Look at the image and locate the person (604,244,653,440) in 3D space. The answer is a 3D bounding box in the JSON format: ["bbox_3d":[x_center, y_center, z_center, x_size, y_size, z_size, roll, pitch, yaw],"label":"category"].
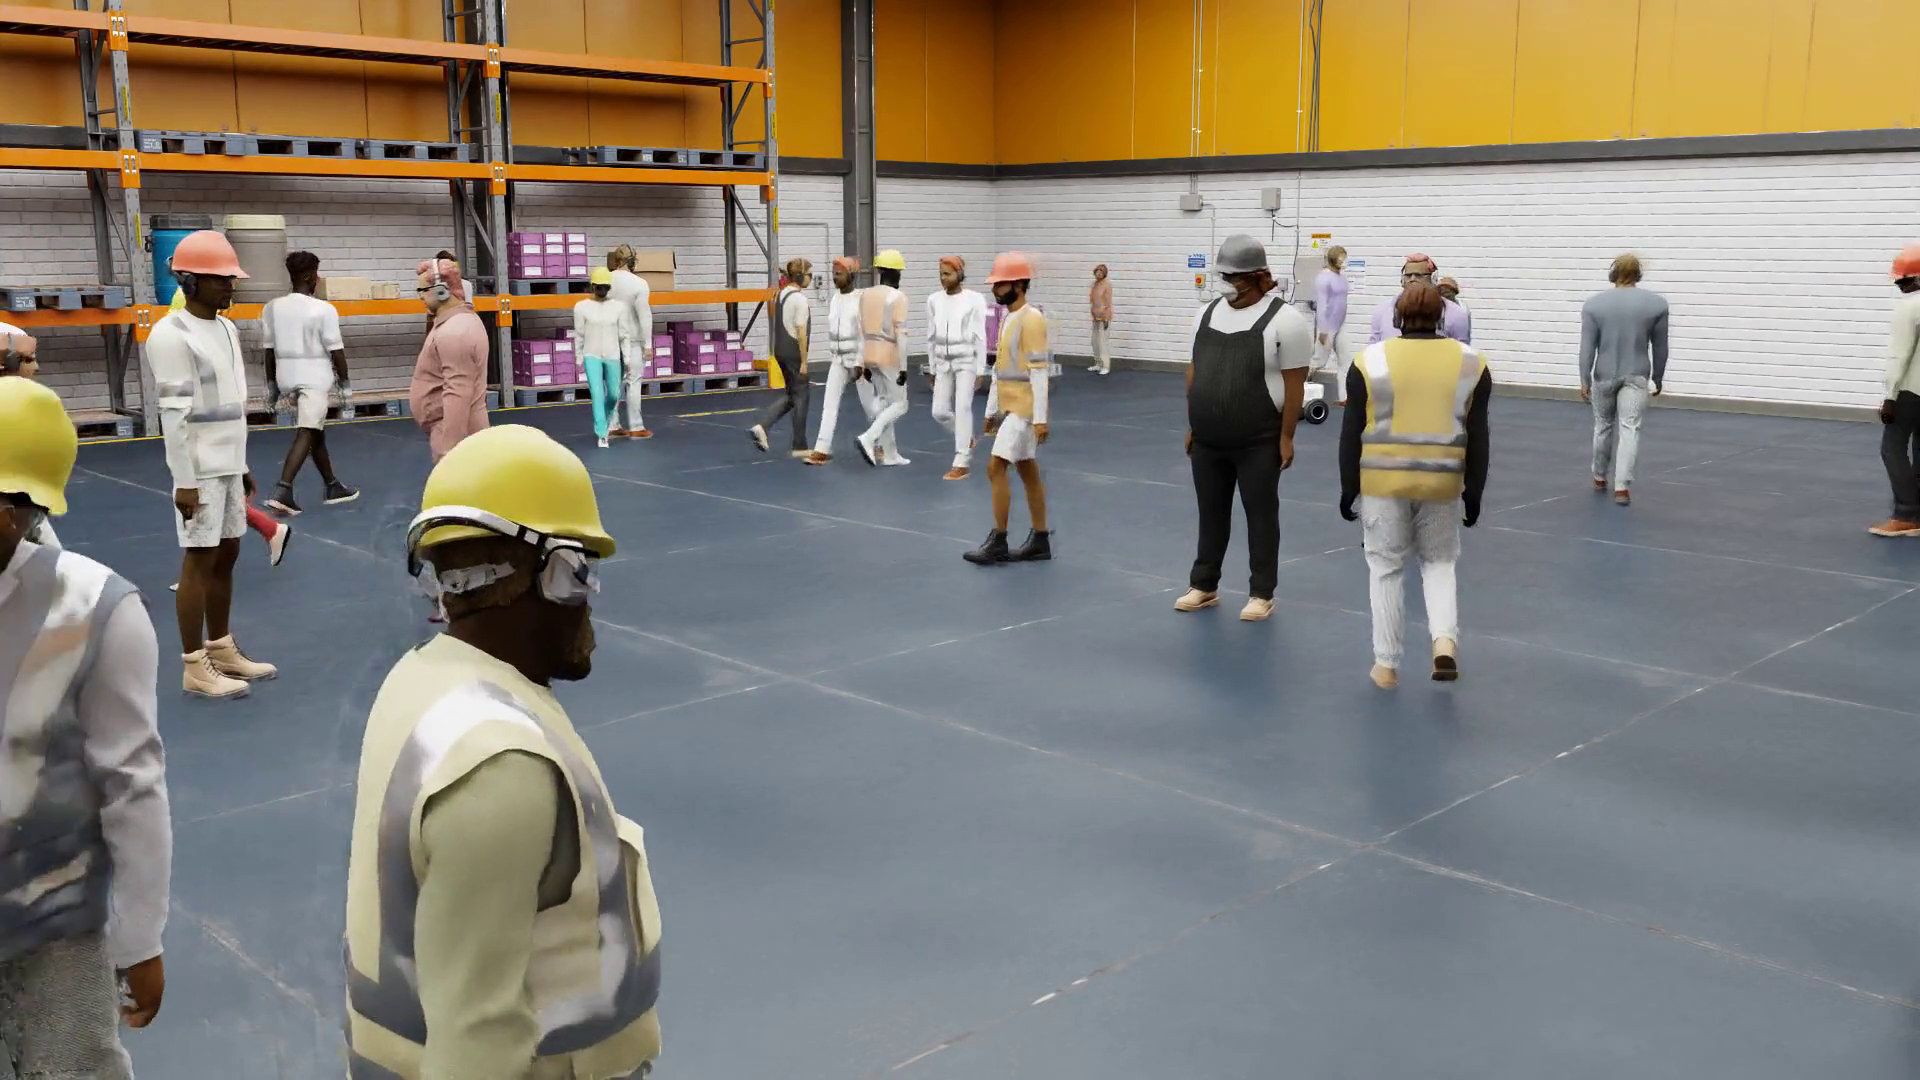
[{"bbox_3d":[-3.316,-1.953,16.492,0.626,1.935,0.368,5,11,25],"label":"person"}]

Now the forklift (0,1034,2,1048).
[{"bbox_3d":[-3.245,0.323,3.363,2.313,2.155,1.214,2,11,13],"label":"forklift"}]

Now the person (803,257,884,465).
[{"bbox_3d":[-0.978,-1.590,14.791,0.576,1.838,0.985,8,13,37],"label":"person"}]

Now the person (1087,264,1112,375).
[{"bbox_3d":[2.047,-3.207,24.208,0.406,1.605,0.598,-5,12,-27],"label":"person"}]

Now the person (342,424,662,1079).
[{"bbox_3d":[-0.521,0.738,2.260,0.919,1.766,0.628,-5,11,-23],"label":"person"}]

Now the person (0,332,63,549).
[{"bbox_3d":[-4.316,-0.119,7.414,0.805,1.606,0.520,-3,11,-17],"label":"person"}]

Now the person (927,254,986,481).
[{"bbox_3d":[0.006,-1.440,13.878,0.589,1.872,0.543,7,12,32],"label":"person"}]

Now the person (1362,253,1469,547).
[{"bbox_3d":[2.906,-0.881,10.708,0.637,1.911,0.406,5,12,26],"label":"person"}]

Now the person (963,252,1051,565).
[{"bbox_3d":[0.252,-0.796,10.216,0.738,1.911,0.581,-3,11,-14],"label":"person"}]

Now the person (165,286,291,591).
[{"bbox_3d":[-4.277,-0.601,9.625,0.665,1.743,0.533,-8,13,-37],"label":"person"}]

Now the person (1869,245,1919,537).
[{"bbox_3d":[6.456,-0.988,11.188,0.762,1.956,0.393,-4,11,-23],"label":"person"}]

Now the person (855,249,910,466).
[{"bbox_3d":[-0.675,-1.558,14.397,0.654,1.908,0.596,-10,14,-44],"label":"person"}]

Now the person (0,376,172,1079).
[{"bbox_3d":[-1.636,0.635,2.779,0.638,1.795,0.412,-1,10,-3],"label":"person"}]

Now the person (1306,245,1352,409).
[{"bbox_3d":[4.287,-2.484,19.440,0.914,1.912,0.635,9,14,41],"label":"person"}]

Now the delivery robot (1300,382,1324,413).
[{"bbox_3d":[3.547,-1.578,17.948,0.707,0.478,0.477,-2,11,-13],"label":"delivery robot"}]

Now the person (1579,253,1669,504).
[{"bbox_3d":[5.079,-1.244,12.777,0.639,1.887,1.039,4,11,21],"label":"person"}]

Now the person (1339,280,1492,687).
[{"bbox_3d":[2.003,-0.231,7.393,0.638,1.830,0.445,1,10,4],"label":"person"}]

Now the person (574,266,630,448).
[{"bbox_3d":[-3.468,-1.779,16.085,0.524,1.738,0.714,-4,11,-22],"label":"person"}]

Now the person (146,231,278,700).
[{"bbox_3d":[-3.270,-0.327,7.329,0.396,2.038,0.615,0,10,1],"label":"person"}]

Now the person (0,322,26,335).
[{"bbox_3d":[-4.821,-0.410,8.120,0.599,1.915,0.376,-4,11,-19],"label":"person"}]

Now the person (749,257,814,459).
[{"bbox_3d":[-1.556,-1.625,14.994,0.547,1.831,0.518,-6,12,-31],"label":"person"}]

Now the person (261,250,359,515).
[{"bbox_3d":[-4.810,-1.159,12.195,0.623,1.926,0.997,4,11,19],"label":"person"}]

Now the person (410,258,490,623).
[{"bbox_3d":[-2.675,-0.520,8.765,0.407,1.902,0.639,-2,11,-10],"label":"person"}]

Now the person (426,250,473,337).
[{"bbox_3d":[-5.495,-2.187,17.975,0.538,1.860,0.327,-2,11,-11],"label":"person"}]

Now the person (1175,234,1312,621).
[{"bbox_3d":[1.455,-0.594,8.781,0.674,2.000,0.537,8,13,39],"label":"person"}]

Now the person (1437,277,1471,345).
[{"bbox_3d":[4.935,-1.850,16.804,0.596,1.609,0.407,-3,11,-15],"label":"person"}]
